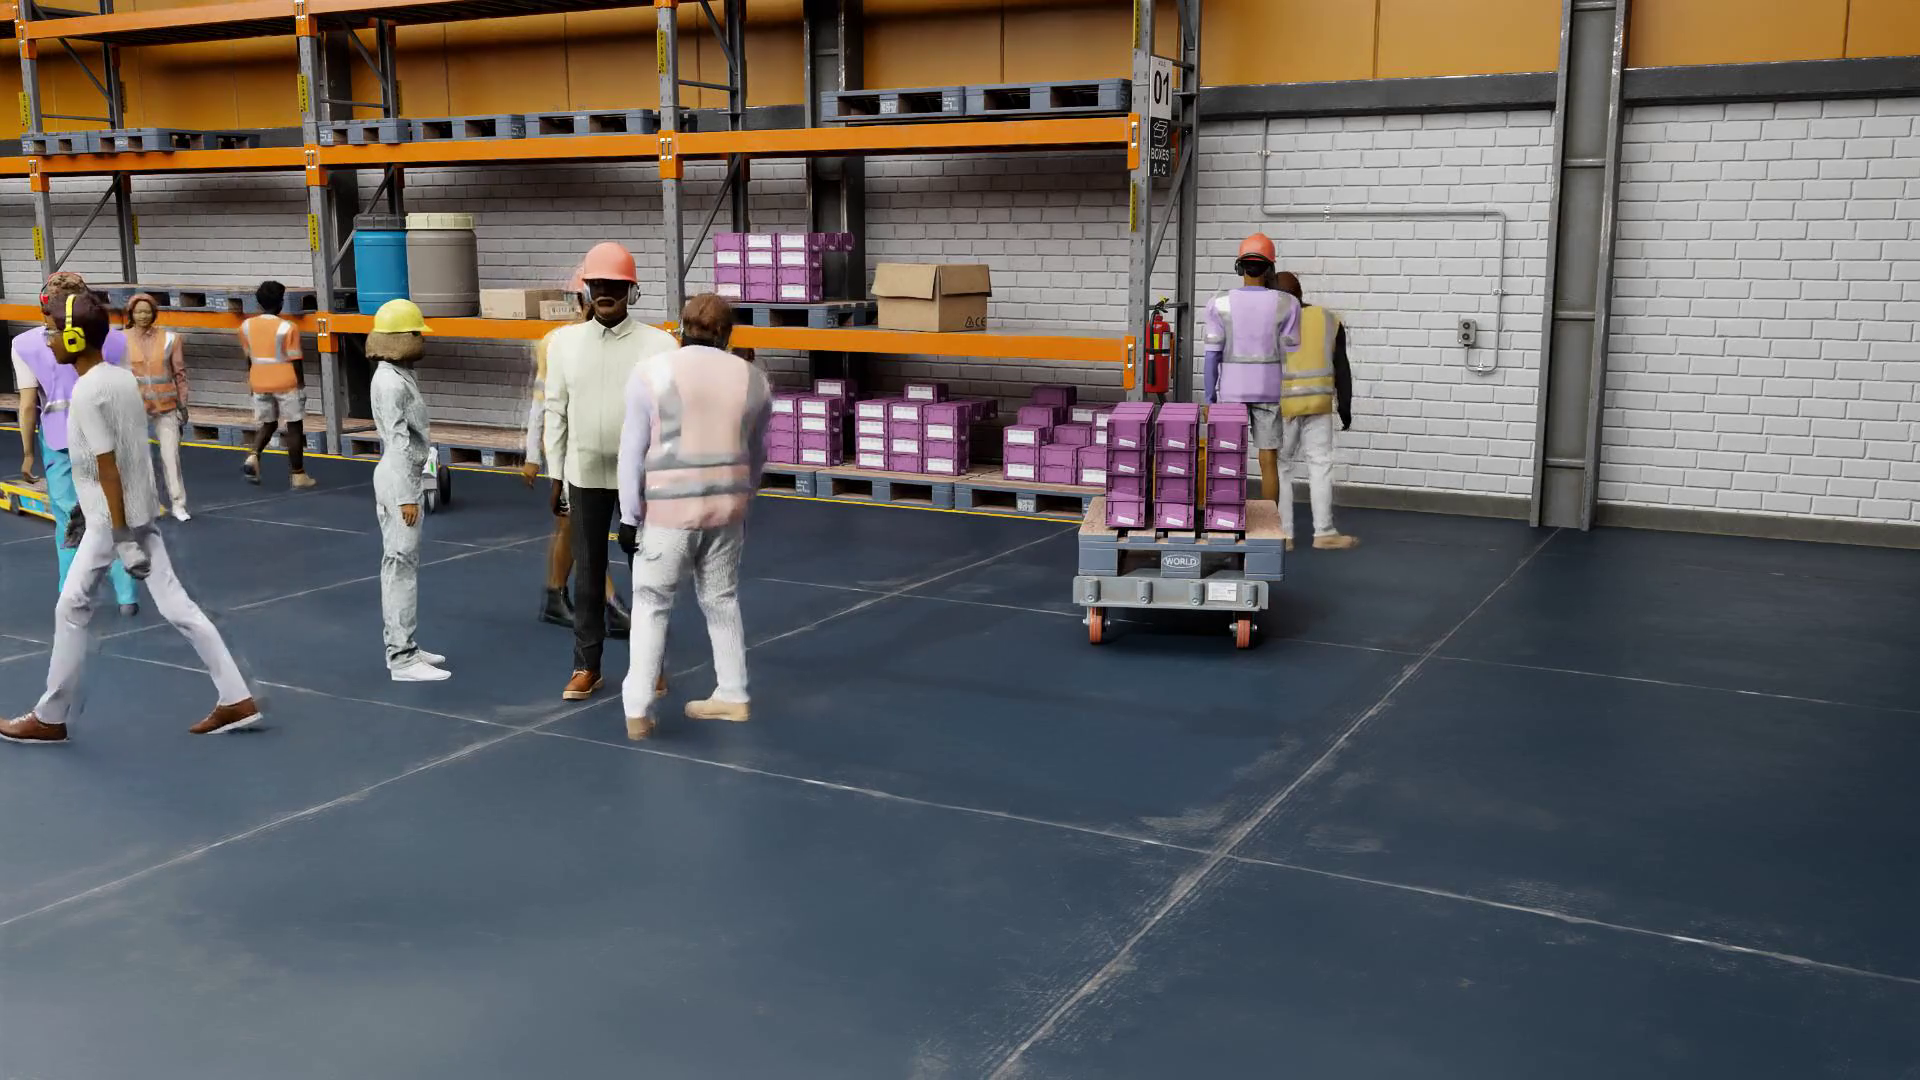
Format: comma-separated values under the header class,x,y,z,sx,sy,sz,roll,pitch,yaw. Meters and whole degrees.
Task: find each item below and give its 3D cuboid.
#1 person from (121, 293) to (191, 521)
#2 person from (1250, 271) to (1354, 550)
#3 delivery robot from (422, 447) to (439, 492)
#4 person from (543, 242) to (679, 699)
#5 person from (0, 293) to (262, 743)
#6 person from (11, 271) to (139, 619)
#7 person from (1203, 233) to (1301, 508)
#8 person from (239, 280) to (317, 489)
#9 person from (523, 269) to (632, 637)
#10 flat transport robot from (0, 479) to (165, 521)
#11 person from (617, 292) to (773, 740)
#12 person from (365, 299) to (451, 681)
class,x,y,z,sx,sy,sz,roll,pitch,yaw
person,-5.730,-0.923,11.765,0.513,1.630,0.318,-6,12,-31
person,2.230,-0.826,10.776,0.762,1.814,0.431,-2,10,-9
delivery robot,-4.079,-0.552,12.415,0.477,0.478,0.707,-3,11,-15
person,-1.513,-0.289,7.279,0.608,1.997,0.375,0,10,-1
person,-3.351,-0.069,6.615,1.028,1.810,0.482,0,10,1
person,-4.607,-0.478,8.729,0.570,1.843,0.373,-9,14,-41
person,1.871,-0.934,10.687,0.615,2.041,0.385,2,10,9
person,-5.465,-1.222,13.235,0.562,1.685,0.478,2,11,12
person,-1.832,-0.448,8.432,0.909,1.887,0.568,6,12,29
flat transport robot,-6.425,-0.306,12.103,1.431,0.197,0.652,9,14,42
person,-1.085,-0.098,6.792,0.652,1.804,0.434,-7,12,-33
person,-2.533,-0.227,7.639,0.300,1.742,0.489,-4,11,-20
